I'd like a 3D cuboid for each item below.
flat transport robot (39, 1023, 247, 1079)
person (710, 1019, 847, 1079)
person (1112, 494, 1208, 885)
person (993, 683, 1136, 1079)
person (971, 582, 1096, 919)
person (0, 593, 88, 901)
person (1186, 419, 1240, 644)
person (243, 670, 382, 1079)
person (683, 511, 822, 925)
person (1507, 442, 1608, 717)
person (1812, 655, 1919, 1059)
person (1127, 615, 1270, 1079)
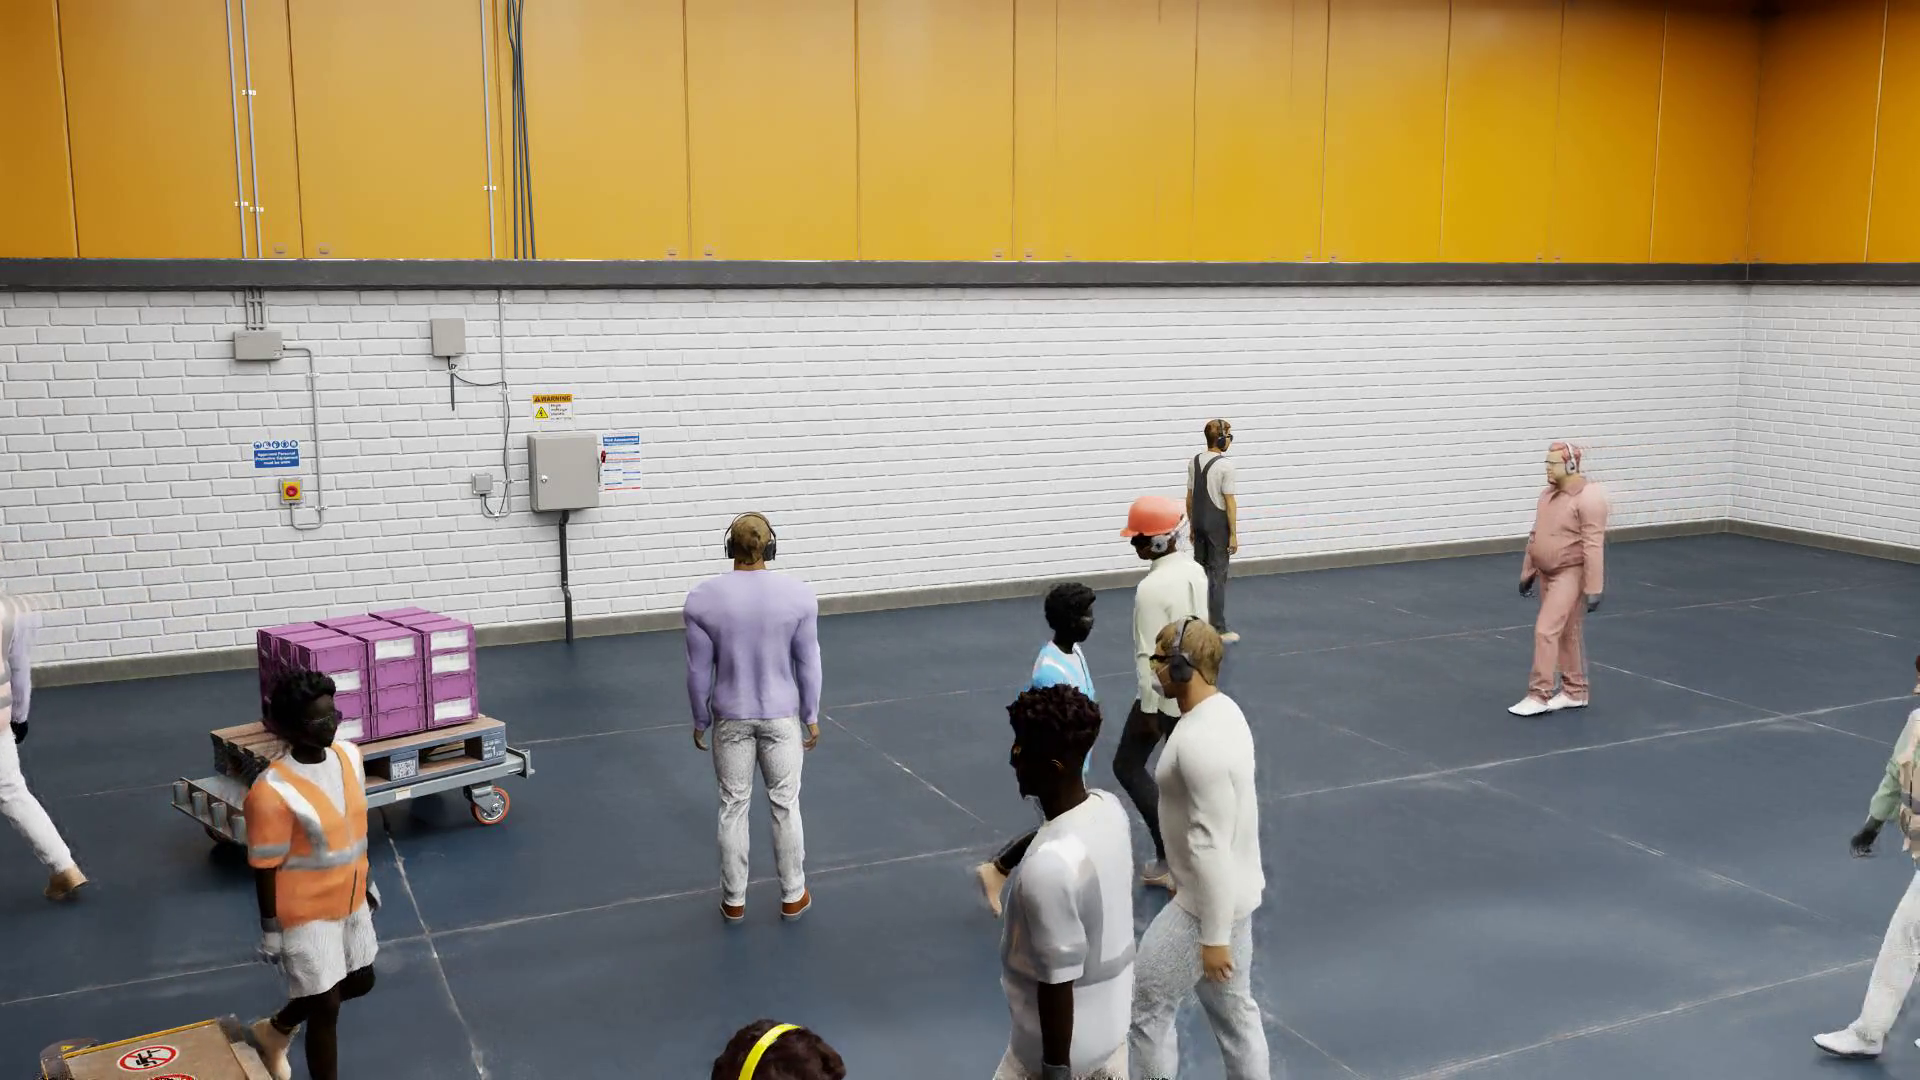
[{"bbox_3d":[-2.692,1.994,5.673,0.652,0.197,1.431,-6,11,-34],"label":"flat transport robot"},{"bbox_3d":[-0.269,1.691,2.754,0.964,1.827,0.538,5,10,28],"label":"person"},{"bbox_3d":[1.007,0.747,8.163,0.437,1.967,0.649,8,12,39],"label":"person"},{"bbox_3d":[0.374,1.340,4.617,0.919,1.933,0.604,4,10,25],"label":"person"},{"bbox_3d":[0.382,1.002,7.488,0.638,1.670,0.544,2,9,12],"label":"person"},{"bbox_3d":[-4.640,0.893,7.791,0.795,1.809,0.699,3,10,19],"label":"person"},{"bbox_3d":[2.068,-0.071,13.613,0.325,1.843,0.517,-7,11,-36],"label":"person"},{"bbox_3d":[-2.309,1.264,5.820,0.569,1.683,0.533,3,10,17],"label":"person"},{"bbox_3d":[-0.954,0.829,7.739,0.627,1.940,0.370,-1,9,-3],"label":"person"},{"bbox_3d":[4.002,0.273,11.372,0.800,1.877,0.666,-1,9,-9],"label":"person"},{"bbox_3d":[3.644,1.212,6.382,0.770,1.607,0.516,1,9,9],"label":"person"},{"bbox_3d":[0.709,1.199,5.536,0.822,1.906,0.650,2,9,13],"label":"person"}]
